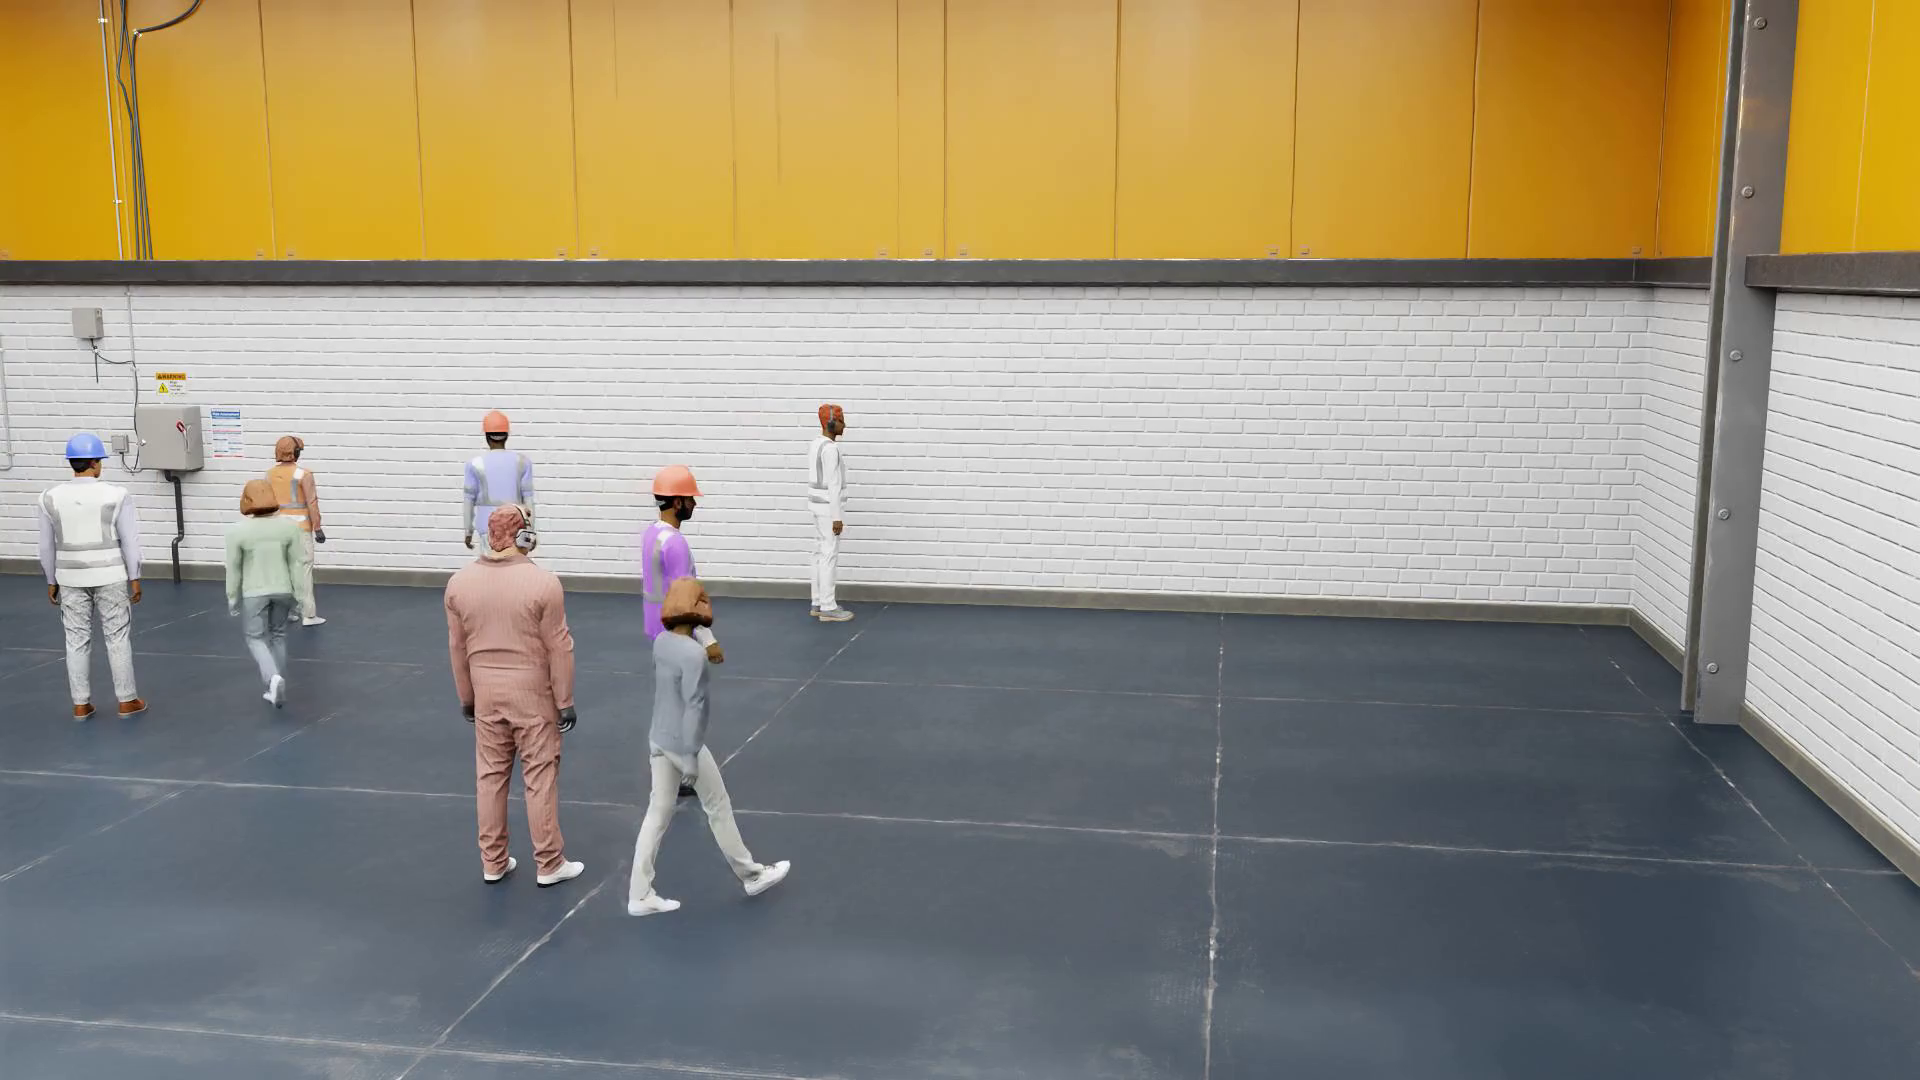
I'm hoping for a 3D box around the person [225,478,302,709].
[{"bbox_3d":[-4.766,0.385,11.459,0.499,1.614,0.627,-7,12,-38],"label":"person"}]

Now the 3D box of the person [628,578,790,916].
[{"bbox_3d":[-1.233,0.969,7.898,0.840,1.585,0.534,-6,11,-33],"label":"person"}]

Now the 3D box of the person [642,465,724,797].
[{"bbox_3d":[-1.594,0.531,9.571,0.427,1.932,0.565,-3,10,-21],"label":"person"}]

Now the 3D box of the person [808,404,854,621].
[{"bbox_3d":[-1.143,-0.242,14.471,0.337,1.882,0.585,-3,10,-19],"label":"person"}]

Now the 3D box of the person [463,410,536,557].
[{"bbox_3d":[-3.791,-0.121,13.731,0.555,1.893,1.010,-5,10,-26],"label":"person"}]

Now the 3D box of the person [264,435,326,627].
[{"bbox_3d":[-5.692,-0.071,14.201,0.517,1.634,0.311,4,10,23],"label":"person"}]

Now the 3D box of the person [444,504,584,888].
[{"bbox_3d":[-2.178,0.767,8.204,0.639,1.902,0.407,2,9,14],"label":"person"}]

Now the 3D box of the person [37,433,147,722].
[{"bbox_3d":[-5.848,0.254,11.225,0.608,1.943,0.402,-2,9,-12],"label":"person"}]
